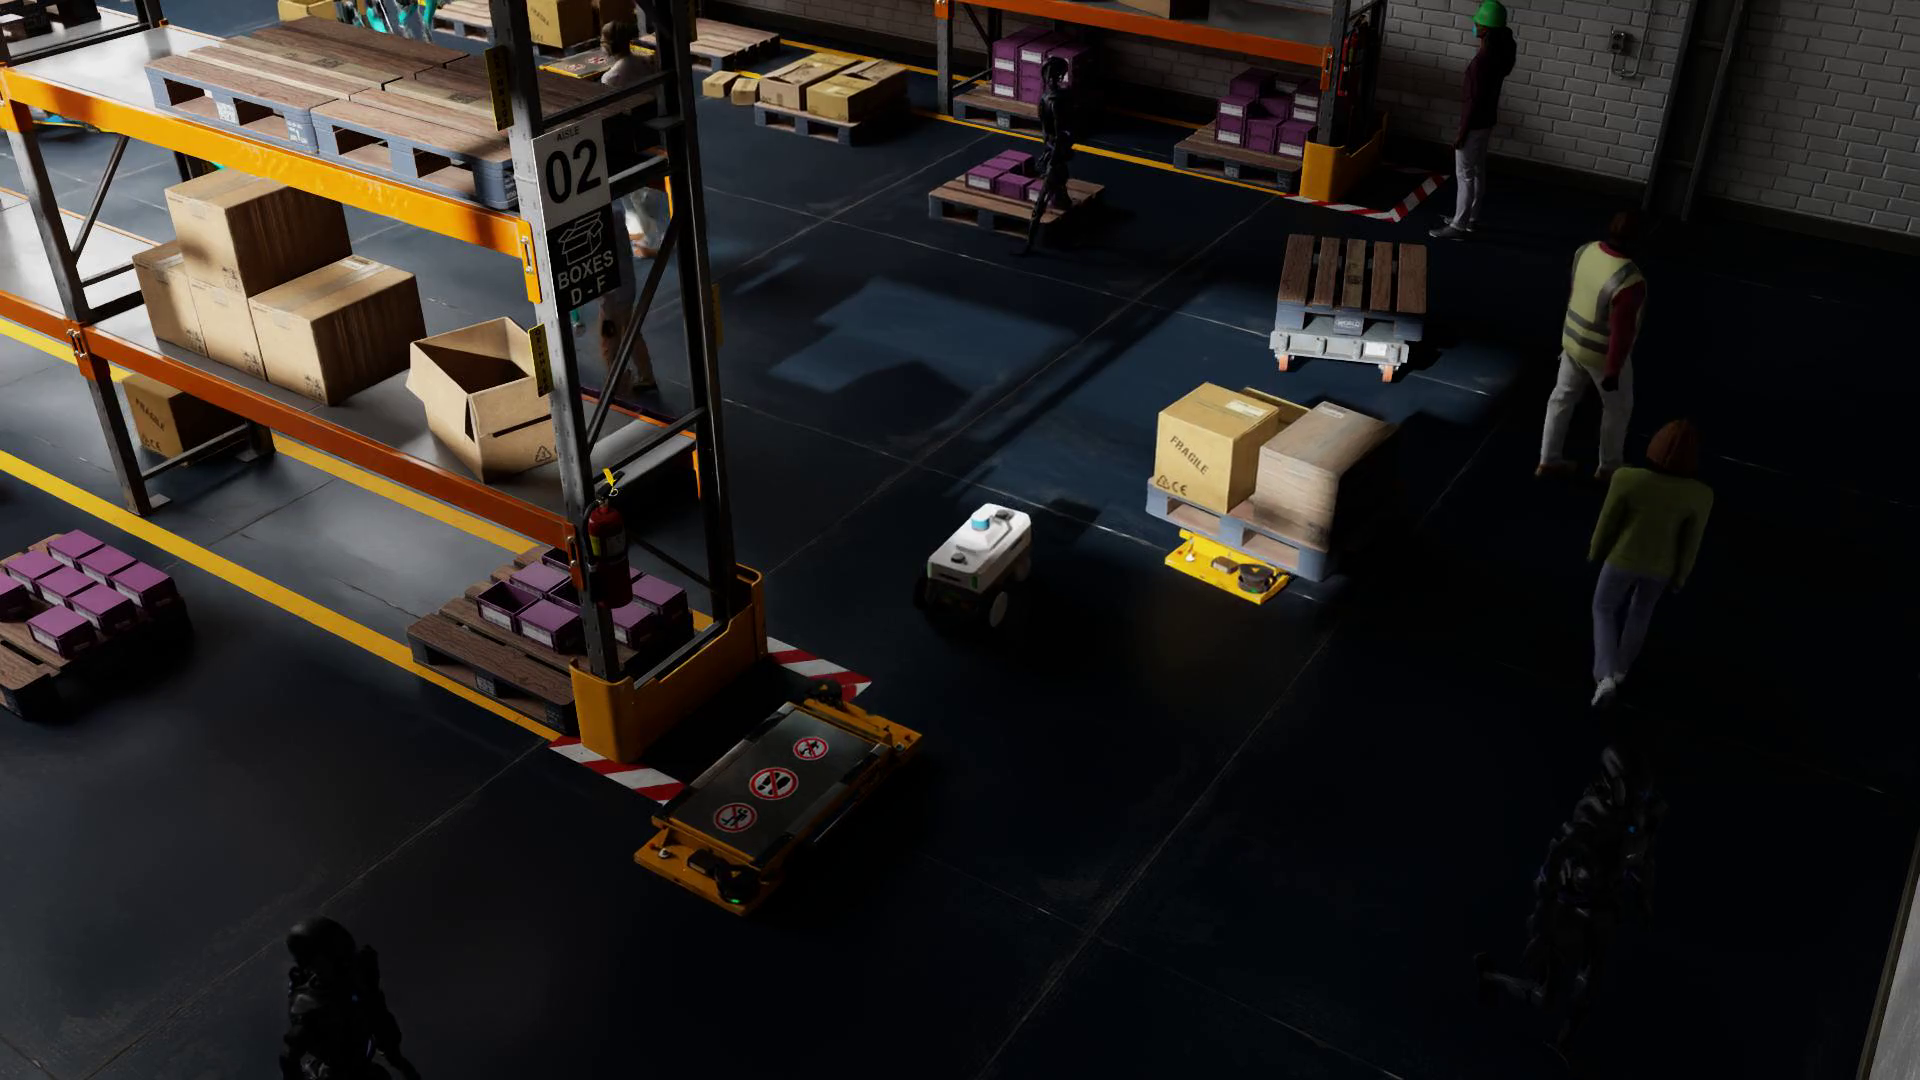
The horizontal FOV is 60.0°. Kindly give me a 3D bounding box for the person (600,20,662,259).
[{"bbox_3d":[-2.710,-3.155,13.207,0.641,1.919,0.644,6,34,10],"label":"person"}]

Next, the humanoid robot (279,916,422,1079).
[{"bbox_3d":[-2.031,1.925,5.642,0.616,1.641,0.584,6,34,9],"label":"humanoid robot"}]

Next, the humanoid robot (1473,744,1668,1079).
[{"bbox_3d":[2.393,1.377,6.472,0.596,1.644,0.507,-15,36,-22],"label":"humanoid robot"}]

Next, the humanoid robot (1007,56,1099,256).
[{"bbox_3d":[0.774,-3.070,13.346,0.774,1.628,0.607,-2,33,-3],"label":"humanoid robot"}]

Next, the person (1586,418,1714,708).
[{"bbox_3d":[3.446,0.144,8.413,0.501,1.612,0.614,9,34,13],"label":"person"}]

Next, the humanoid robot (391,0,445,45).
[{"bbox_3d":[-5.667,-5.671,17.247,0.550,1.797,0.723,-27,42,-35],"label":"humanoid robot"}]

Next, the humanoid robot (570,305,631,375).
[{"bbox_3d":[-2.635,-1.906,11.491,0.531,1.791,0.956,-26,41,-34],"label":"humanoid robot"}]

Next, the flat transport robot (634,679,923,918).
[{"bbox_3d":[-0.848,1.207,8.019,0.659,0.231,1.431,20,38,27],"label":"flat transport robot"}]

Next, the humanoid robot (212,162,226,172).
[{"bbox_3d":[-5.183,-2.087,11.757,0.664,1.820,0.538,16,36,22],"label":"humanoid robot"}]

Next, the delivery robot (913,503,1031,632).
[{"bbox_3d":[0.108,0.115,9.427,0.499,0.587,0.782,17,37,24],"label":"delivery robot"}]

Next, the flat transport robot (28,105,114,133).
[{"bbox_3d":[-8.660,-4.251,16.407,1.431,0.231,0.659,7,34,10],"label":"flat transport robot"}]

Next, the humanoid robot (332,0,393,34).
[{"bbox_3d":[-5.833,-5.162,16.438,0.542,1.769,0.761,-26,41,-34],"label":"humanoid robot"}]

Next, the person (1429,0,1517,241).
[{"bbox_3d":[4.224,-3.400,13.558,0.422,1.952,0.491,22,39,30],"label":"person"}]

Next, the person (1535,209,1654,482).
[{"bbox_3d":[4.036,-1.192,10.284,0.720,1.821,0.642,-10,34,-15],"label":"person"}]

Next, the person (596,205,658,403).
[{"bbox_3d":[-2.318,-1.626,11.040,0.391,1.737,0.598,-1,33,-1],"label":"person"}]

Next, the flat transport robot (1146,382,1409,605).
[{"bbox_3d":[1.913,-0.097,10.022,0.659,0.231,1.431,25,40,33],"label":"flat transport robot"}]

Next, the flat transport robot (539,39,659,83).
[{"bbox_3d":[-3.752,-4.960,17.496,0.659,0.231,1.431,24,40,32],"label":"flat transport robot"}]
